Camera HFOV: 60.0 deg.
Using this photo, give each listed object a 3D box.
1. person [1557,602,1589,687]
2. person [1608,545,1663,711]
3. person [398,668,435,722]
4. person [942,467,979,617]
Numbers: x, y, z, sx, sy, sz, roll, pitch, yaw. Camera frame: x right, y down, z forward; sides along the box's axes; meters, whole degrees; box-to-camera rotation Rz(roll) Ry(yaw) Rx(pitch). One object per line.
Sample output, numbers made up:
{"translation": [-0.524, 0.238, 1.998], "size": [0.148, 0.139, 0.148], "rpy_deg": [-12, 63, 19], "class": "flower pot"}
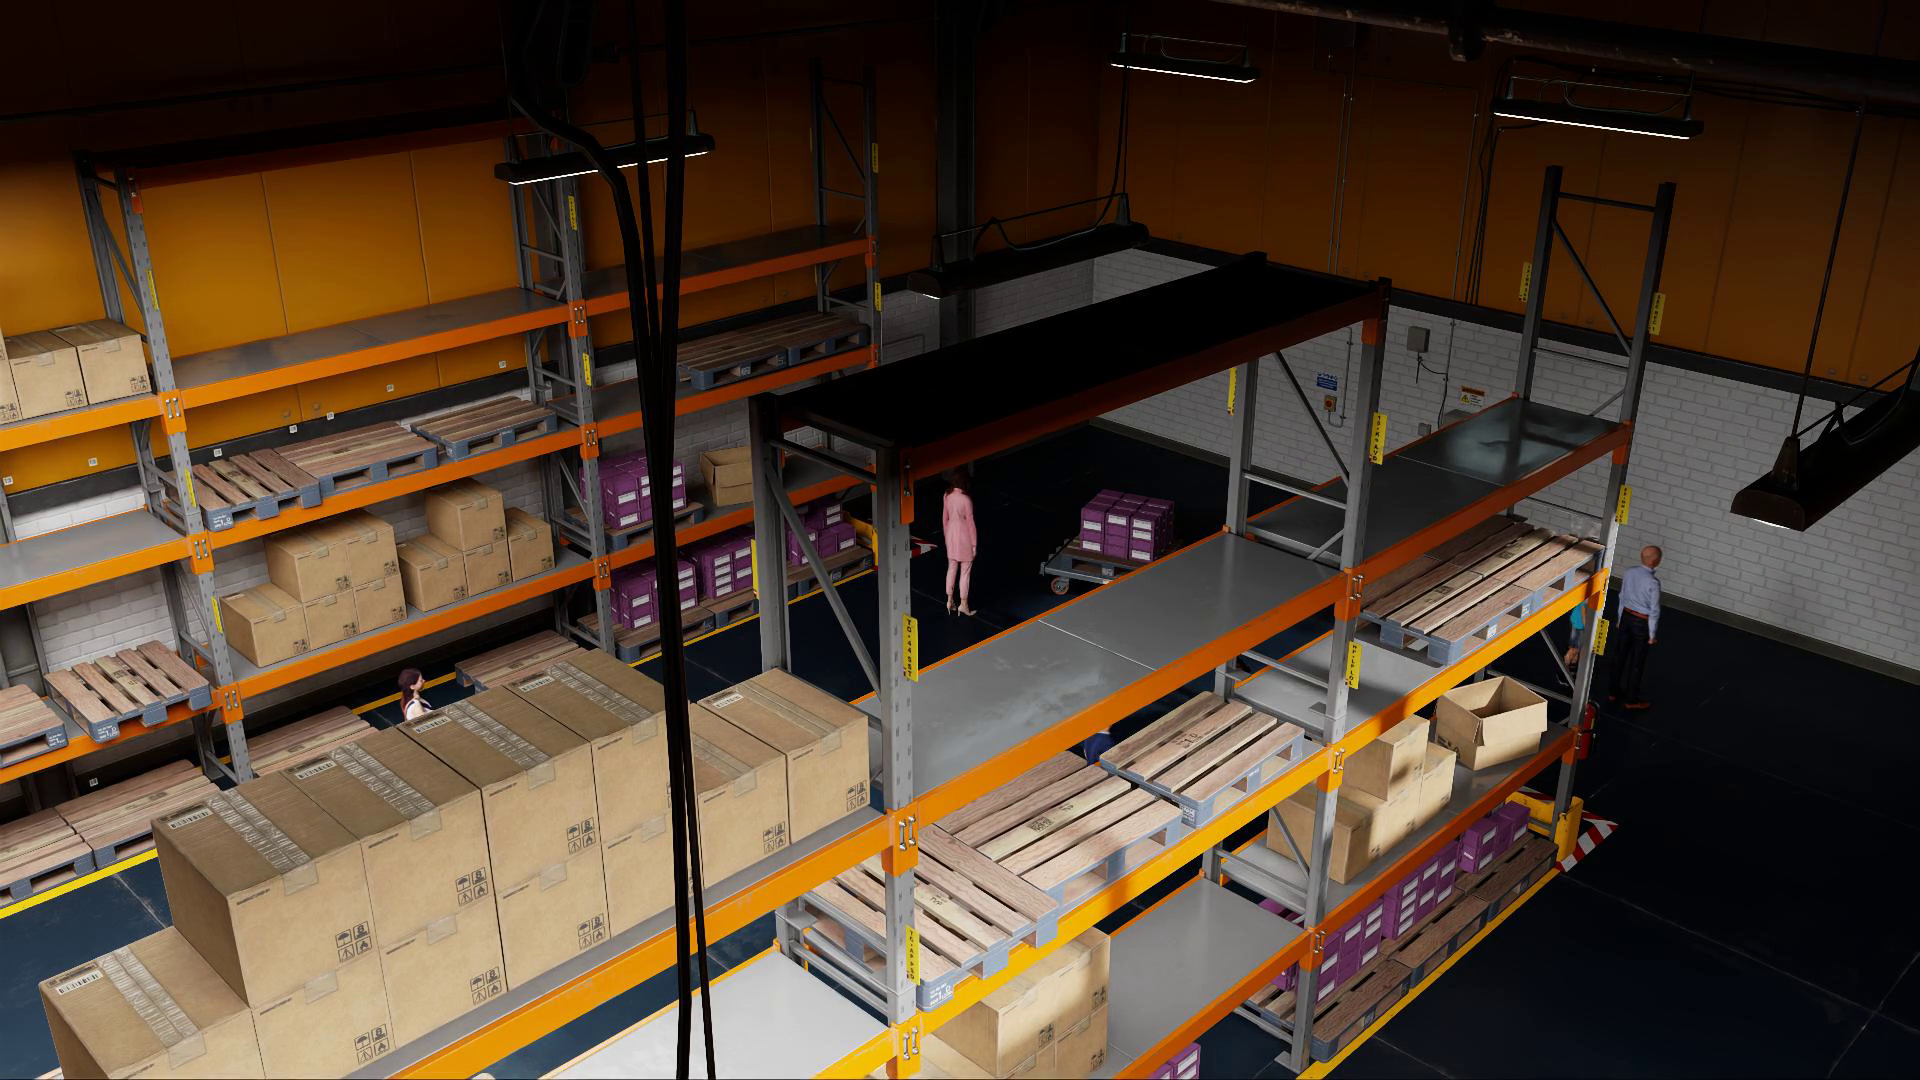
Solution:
{"translation": [6.639, 0.815, 17.723], "size": [0.799, 1.430, 0.546], "rpy_deg": [7, 24, 15], "class": "person"}
{"translation": [6.965, 0.882, 17.118], "size": [0.682, 1.791, 0.709], "rpy_deg": [-11, 26, -24], "class": "person"}
{"translation": [-4.853, 1.894, 14.982], "size": [0.537, 1.649, 0.573], "rpy_deg": [-18, 29, -35], "class": "person"}
{"translation": [-0.010, 0.022, 19.073], "size": [0.639, 1.802, 0.536], "rpy_deg": [18, 30, 36], "class": "person"}
